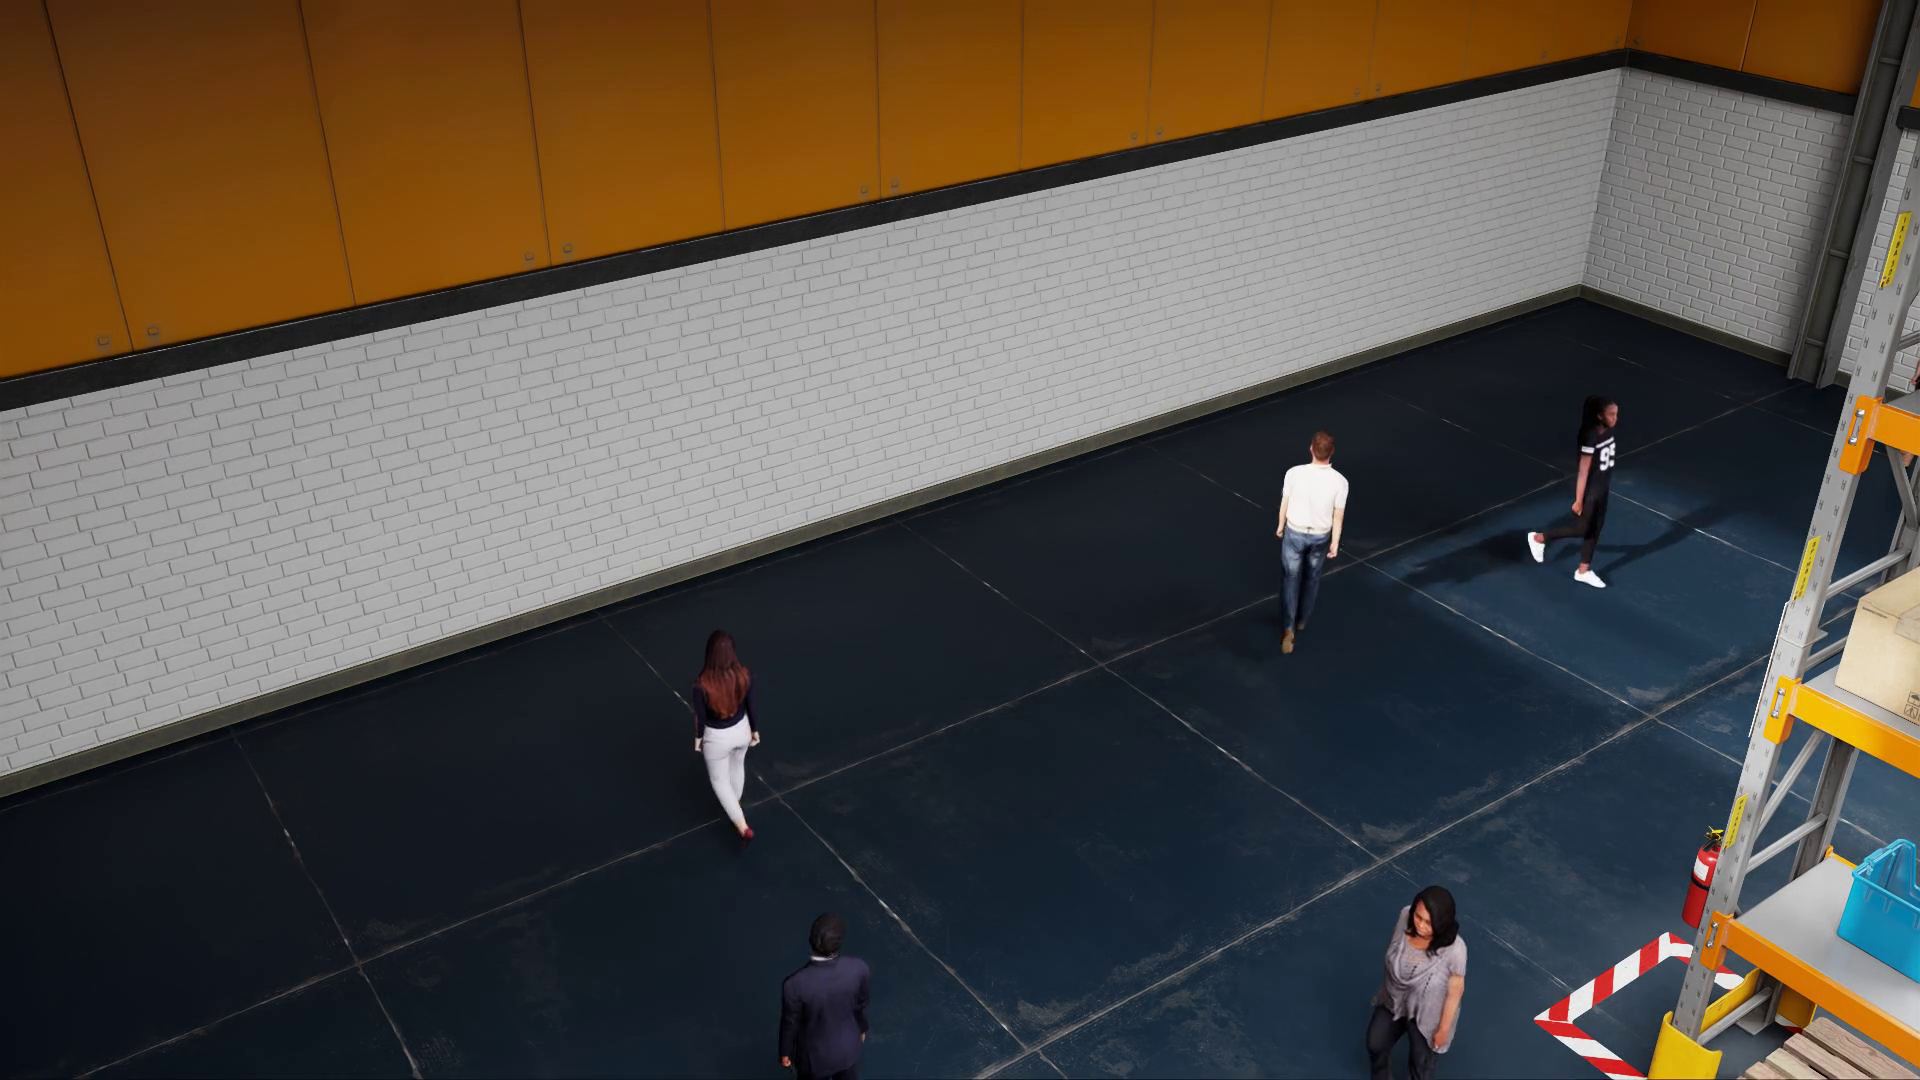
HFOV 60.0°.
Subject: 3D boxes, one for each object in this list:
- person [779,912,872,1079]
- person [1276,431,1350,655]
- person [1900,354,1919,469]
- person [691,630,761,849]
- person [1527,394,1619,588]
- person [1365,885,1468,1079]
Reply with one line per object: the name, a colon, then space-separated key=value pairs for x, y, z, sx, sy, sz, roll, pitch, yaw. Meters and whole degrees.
person: x=-0.648 y=2.654 z=8.622 sx=0.688 sy=1.713 sz=0.813 roll=-19 pitch=34 yaw=-30
person: x=2.764 y=0.031 z=13.307 sx=1.151 sy=1.831 sz=1.182 roll=7 pitch=29 yaw=12
person: x=9.562 y=-1.552 z=16.200 sx=0.712 sy=1.841 sz=0.839 roll=13 pitch=31 yaw=22
person: x=-1.550 y=1.355 z=11.137 sx=0.637 sy=1.587 sz=0.956 roll=-16 pitch=32 yaw=-26
person: x=5.336 y=-0.443 z=14.300 sx=1.012 sy=1.712 sz=0.725 roll=24 pitch=37 yaw=37
person: x=2.544 y=2.476 z=9.069 sx=0.720 sy=1.599 sz=0.584 roll=-20 pitch=34 yaw=-32
